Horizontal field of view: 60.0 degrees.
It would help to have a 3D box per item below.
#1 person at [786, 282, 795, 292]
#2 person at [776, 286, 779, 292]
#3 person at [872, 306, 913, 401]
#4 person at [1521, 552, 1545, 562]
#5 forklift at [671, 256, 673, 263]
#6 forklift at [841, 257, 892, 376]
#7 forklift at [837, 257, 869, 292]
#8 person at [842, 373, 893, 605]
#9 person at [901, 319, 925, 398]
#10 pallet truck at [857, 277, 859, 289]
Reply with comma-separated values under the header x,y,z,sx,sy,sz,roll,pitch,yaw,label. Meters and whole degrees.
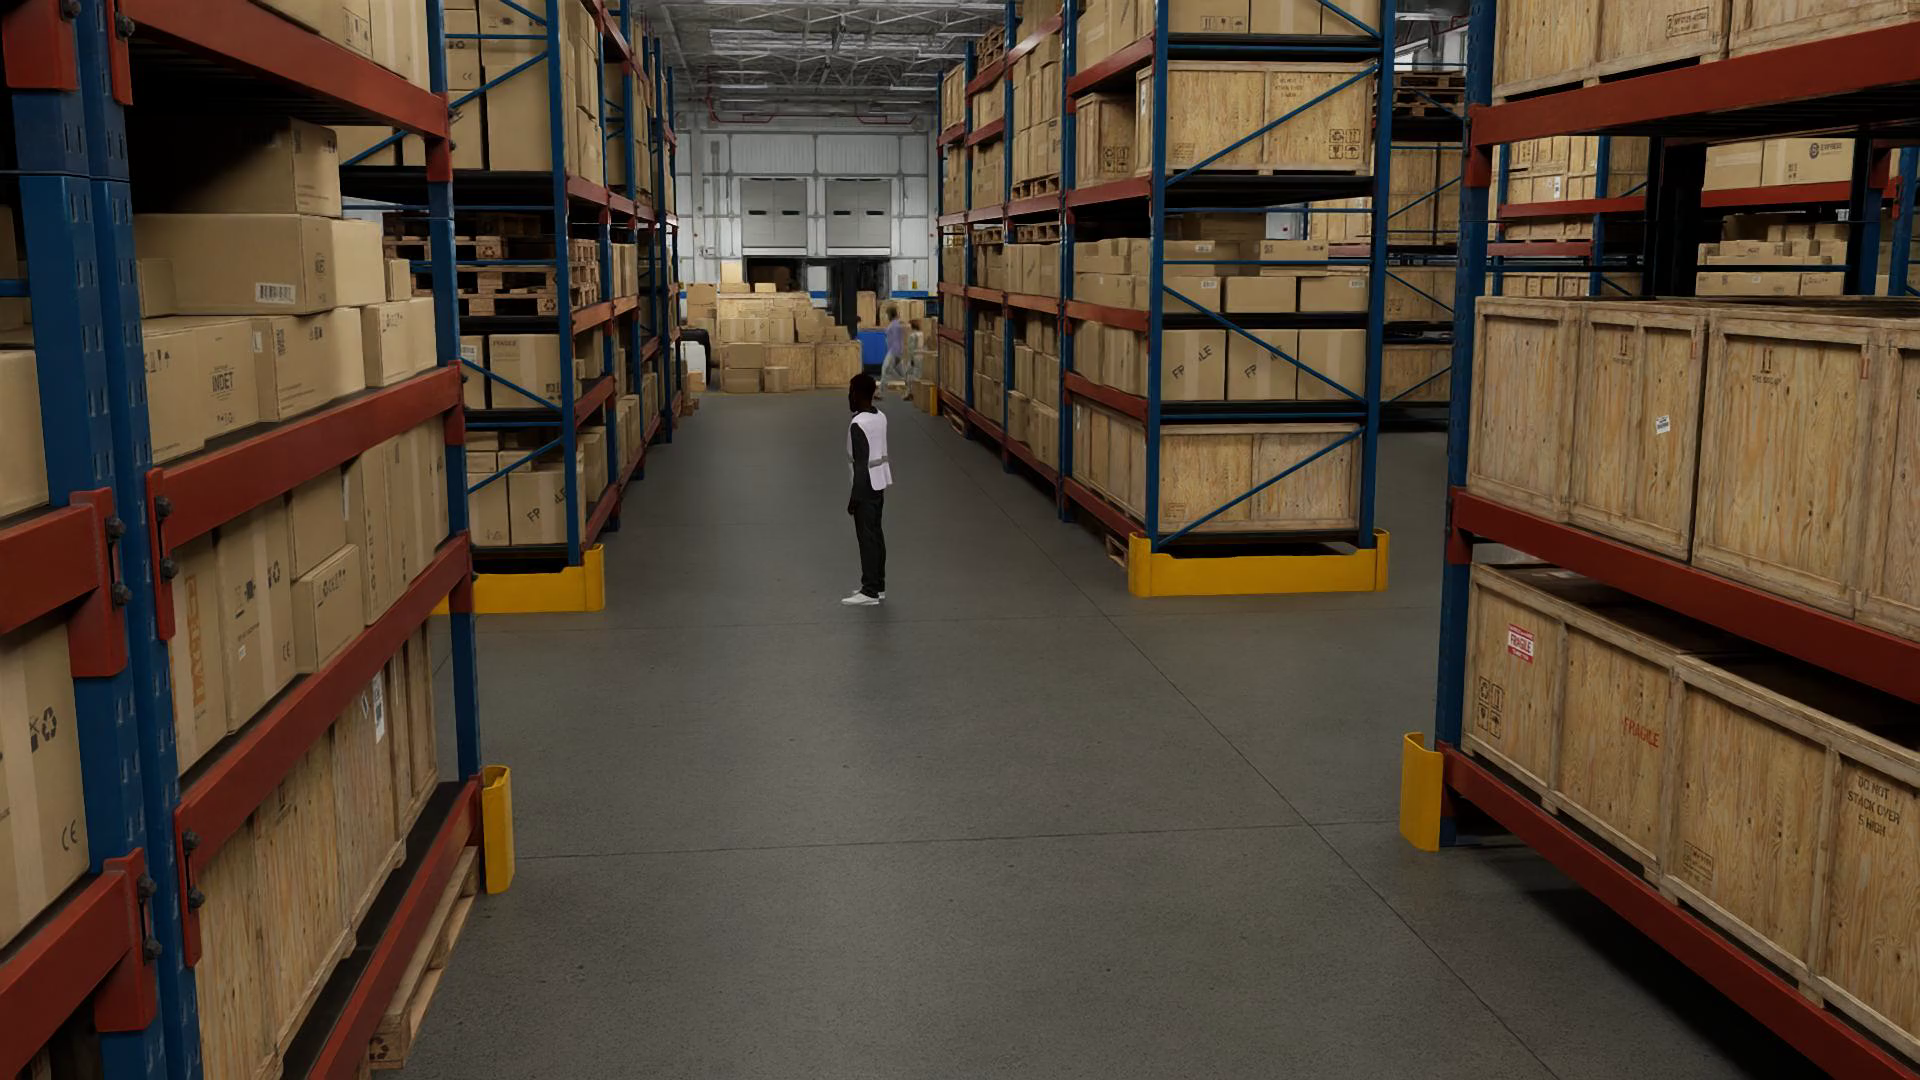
x,y,z,sx,sy,sz,roll,pitch,yaw,label
-5.996,-8.259,59.487,0.927,1.910,0.634,-8,12,-38,person
-7.434,-9.541,67.749,0.522,1.621,0.623,6,11,31,person
-1.287,-3.673,32.850,1.009,1.893,0.647,0,10,1,person
4.437,-0.084,12.803,0.856,1.591,0.516,-1,10,-6,person
-10.887,-8.929,60.548,1.129,2.768,1.873,-1,10,-7,forklift
-2.600,-5.307,39.463,1.873,2.768,1.129,-1,10,-8,forklift
-3.028,-6.694,47.538,1.129,2.768,1.873,-8,13,-40,forklift
-0.770,-0.420,13.808,0.390,1.919,0.591,2,10,13,person
-0.829,-3.642,33.431,0.674,1.617,0.523,6,11,31,person
-3.782,-9.391,65.808,1.885,1.965,0.823,2,10,10,pallet truck
